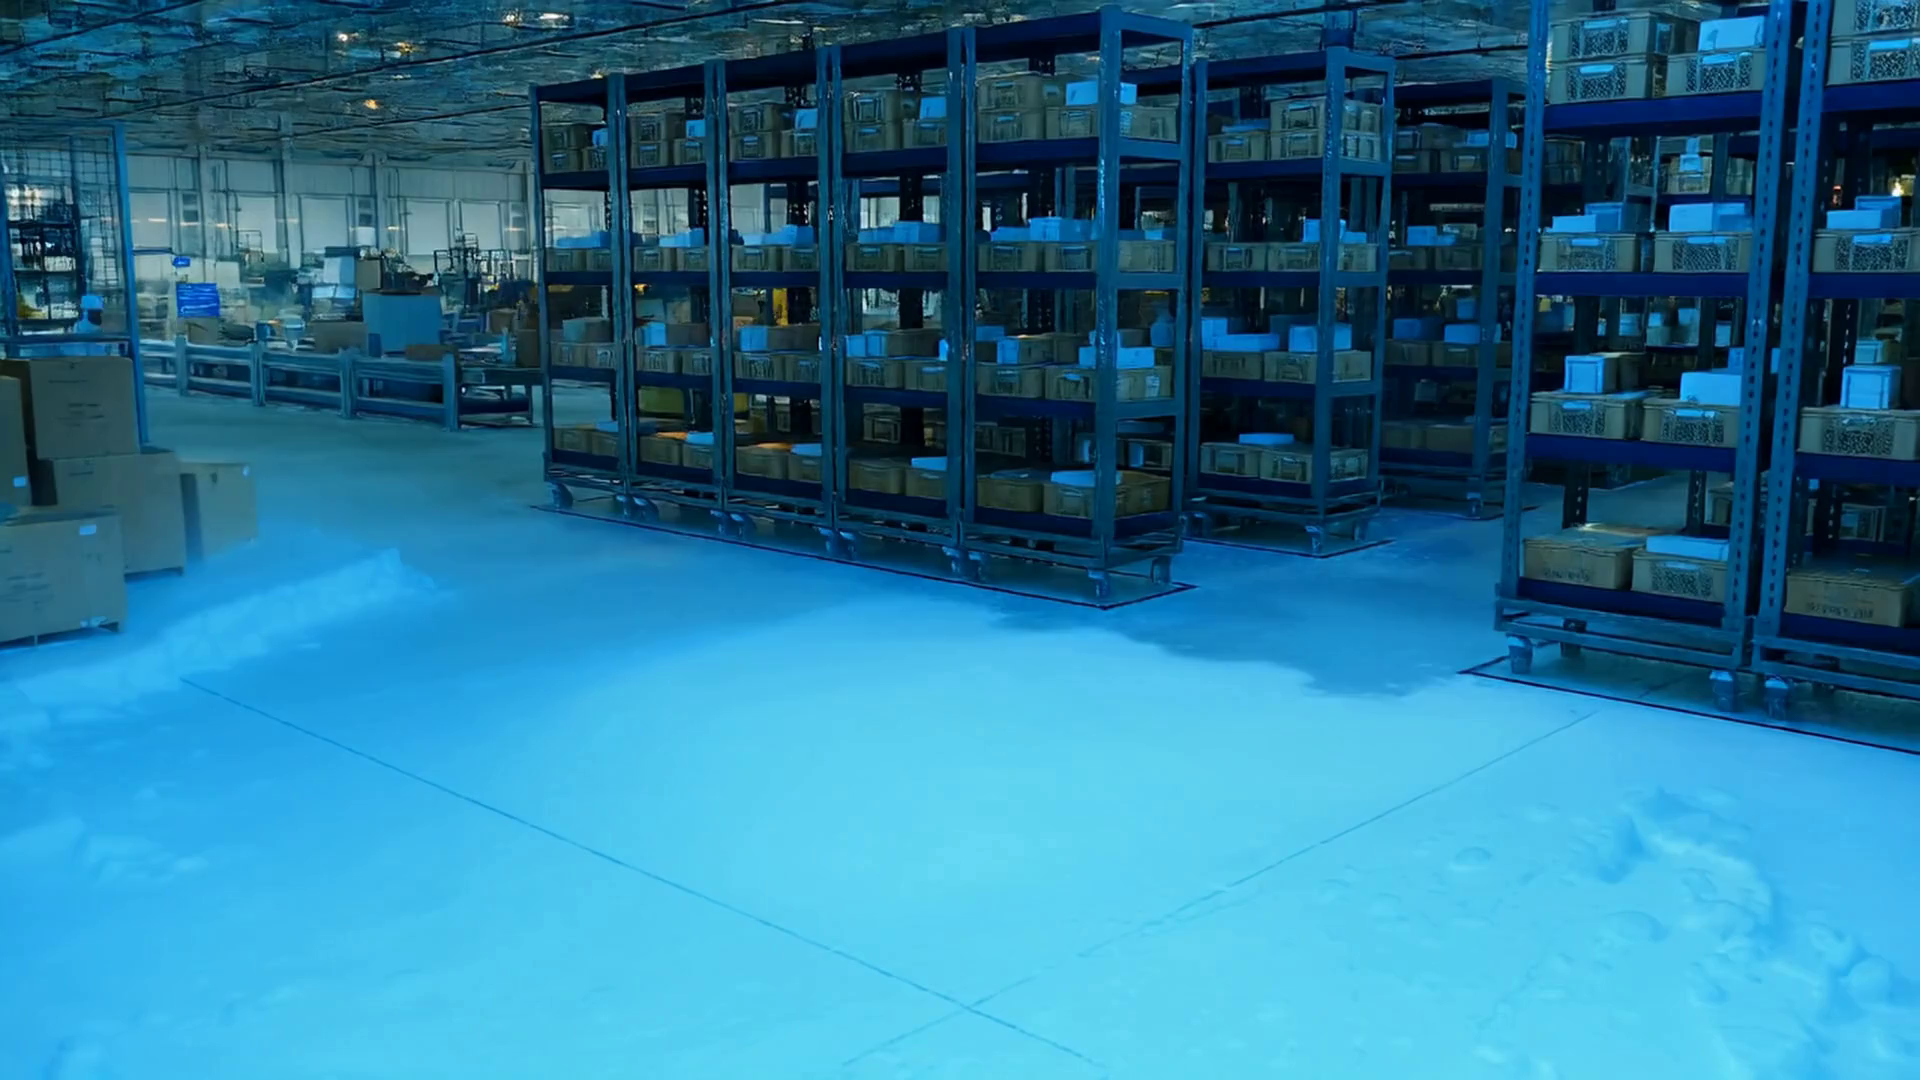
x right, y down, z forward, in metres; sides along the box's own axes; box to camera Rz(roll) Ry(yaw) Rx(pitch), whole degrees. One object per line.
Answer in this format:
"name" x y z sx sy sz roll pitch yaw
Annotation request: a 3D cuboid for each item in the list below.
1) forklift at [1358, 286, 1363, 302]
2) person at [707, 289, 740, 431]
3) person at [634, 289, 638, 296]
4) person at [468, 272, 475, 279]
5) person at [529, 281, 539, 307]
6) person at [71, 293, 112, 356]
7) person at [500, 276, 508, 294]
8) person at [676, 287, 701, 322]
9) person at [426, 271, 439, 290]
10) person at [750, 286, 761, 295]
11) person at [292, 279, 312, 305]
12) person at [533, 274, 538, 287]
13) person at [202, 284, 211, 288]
"forklift" 11.100 -7.017 46.970 1.873 2.768 1.129 9 13 43
"person" -2.621 -1.898 18.562 0.408 1.909 0.642 -7 11 -36
"person" -16.571 -12.512 83.791 0.671 1.858 0.693 1 9 7
"person" -24.446 -12.464 83.303 0.655 1.914 0.803 2 9 11
"person" -14.567 -8.117 57.466 0.534 1.657 0.860 -8 12 -41
"person" -9.998 -1.962 19.338 0.911 1.777 0.592 -3 10 -18
"person" -18.328 -9.714 66.920 0.330 1.766 0.531 -7 12 -37
"person" -5.357 -4.131 32.826 0.535 1.720 0.893 2 10 13
"person" -18.740 -8.585 59.280 0.616 1.997 0.373 5 11 29
"person" -9.390 -11.389 76.590 0.600 1.959 0.375 -6 11 -33
"person" -24.579 -9.073 62.138 0.689 2.000 0.537 -4 10 -25
"person" -20.655 -12.036 81.006 0.847 1.822 0.518 2 10 14
"person" -32.696 -10.607 72.046 1.062 1.878 0.650 -2 9 -12
